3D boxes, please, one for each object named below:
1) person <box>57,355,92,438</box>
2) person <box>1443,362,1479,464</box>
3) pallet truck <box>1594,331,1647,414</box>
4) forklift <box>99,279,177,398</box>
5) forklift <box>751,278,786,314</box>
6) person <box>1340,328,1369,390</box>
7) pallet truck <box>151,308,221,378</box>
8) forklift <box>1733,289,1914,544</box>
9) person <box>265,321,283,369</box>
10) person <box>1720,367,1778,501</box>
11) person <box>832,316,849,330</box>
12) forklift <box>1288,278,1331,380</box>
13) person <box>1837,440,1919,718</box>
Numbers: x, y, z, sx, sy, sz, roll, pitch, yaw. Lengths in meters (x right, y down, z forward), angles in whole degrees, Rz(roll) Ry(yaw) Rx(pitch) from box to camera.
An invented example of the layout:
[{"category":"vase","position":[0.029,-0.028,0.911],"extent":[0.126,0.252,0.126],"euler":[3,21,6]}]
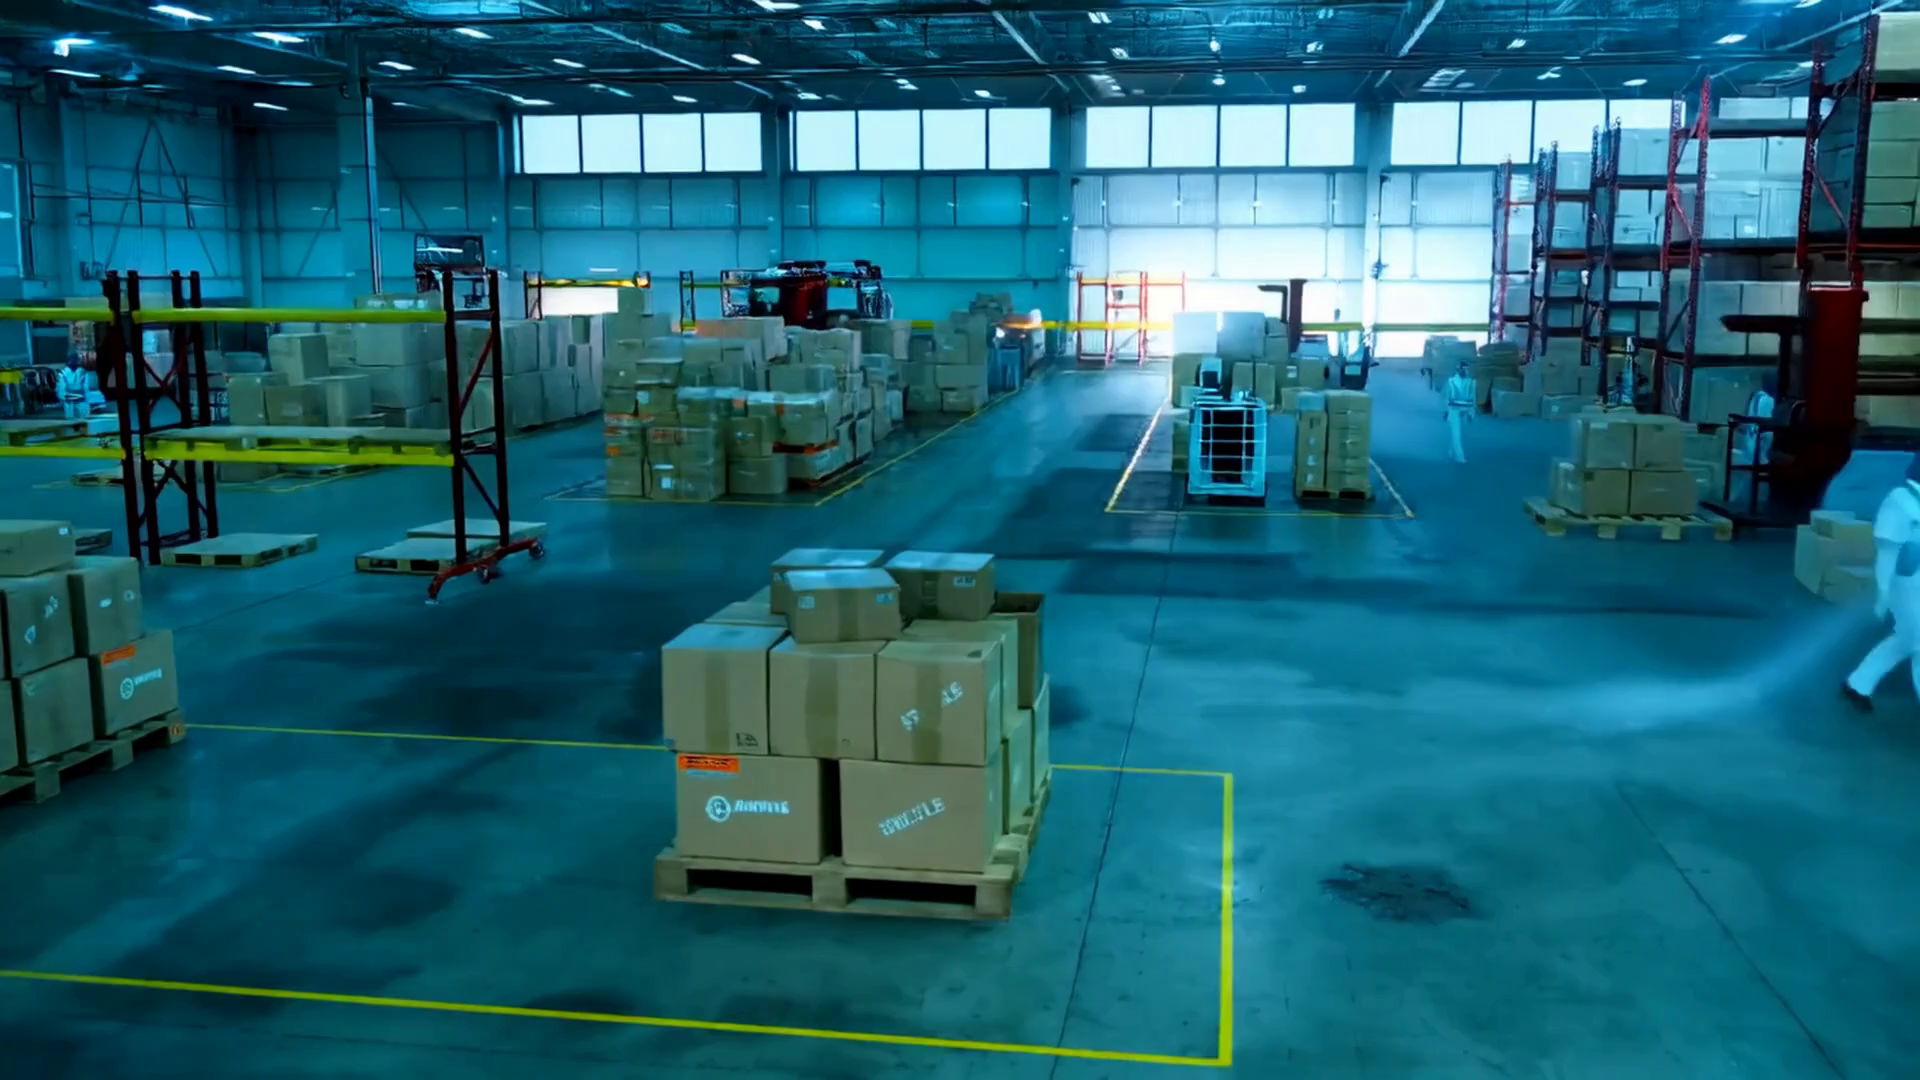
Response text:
[{"category":"person","position":[-14.754,-2.270,27.733],"extent":[0.519,1.640,0.310],"euler":[-3,10,-16]},{"category":"person","position":[7.902,-2.013,26.295],"extent":[0.517,1.594,0.877],"euler":[-2,9,-14]},{"category":"pallet truck","position":[11.253,-2.573,28.499],"extent":[0.823,1.965,1.885],"euler":[5,10,27]},{"category":"forklift","position":[-19.606,-4.720,39.027],"extent":[1.873,2.768,1.129],"euler":[1,9,9]},{"category":"forklift","position":[-4.966,-5.394,43.181],"extent":[1.129,2.768,1.873],"euler":[-3,10,-16]},{"category":"person","position":[7.749,-3.201,32.650],"extent":[0.385,1.911,0.592],"euler":[-9,13,-44]},{"category":"pallet truck","position":[-21.869,-5.598,47.154],"extent":[0.823,1.965,1.885],"euler":[4,10,26]},{"category":"forklift","position":[9.637,-1.391,18.495],"extent":[1.873,2.768,1.129],"euler":[1,9,9]},{"category":"person","position":[-15.717,-4.118,38.276],"extent":[0.569,1.913,0.472],"euler":[9,13,43]},{"category":"person","position":[9.697,-1.168,20.218],"extent":[0.657,1.867,0.593],"euler":[3,10,16]},{"category":"person","position":[-2.843,-4.419,40.063],"extent":[0.635,1.938,0.359],"euler":[3,10,20]},{"category":"forklift","position":[9.141,-5.729,45.248],"extent":[1.873,2.768,1.129],"euler":[1,9,9]},{"category":"person","position":[6.272,0.249,10.961],"extent":[0.688,2.000,0.983],"euler":[-6,11,-31]}]
